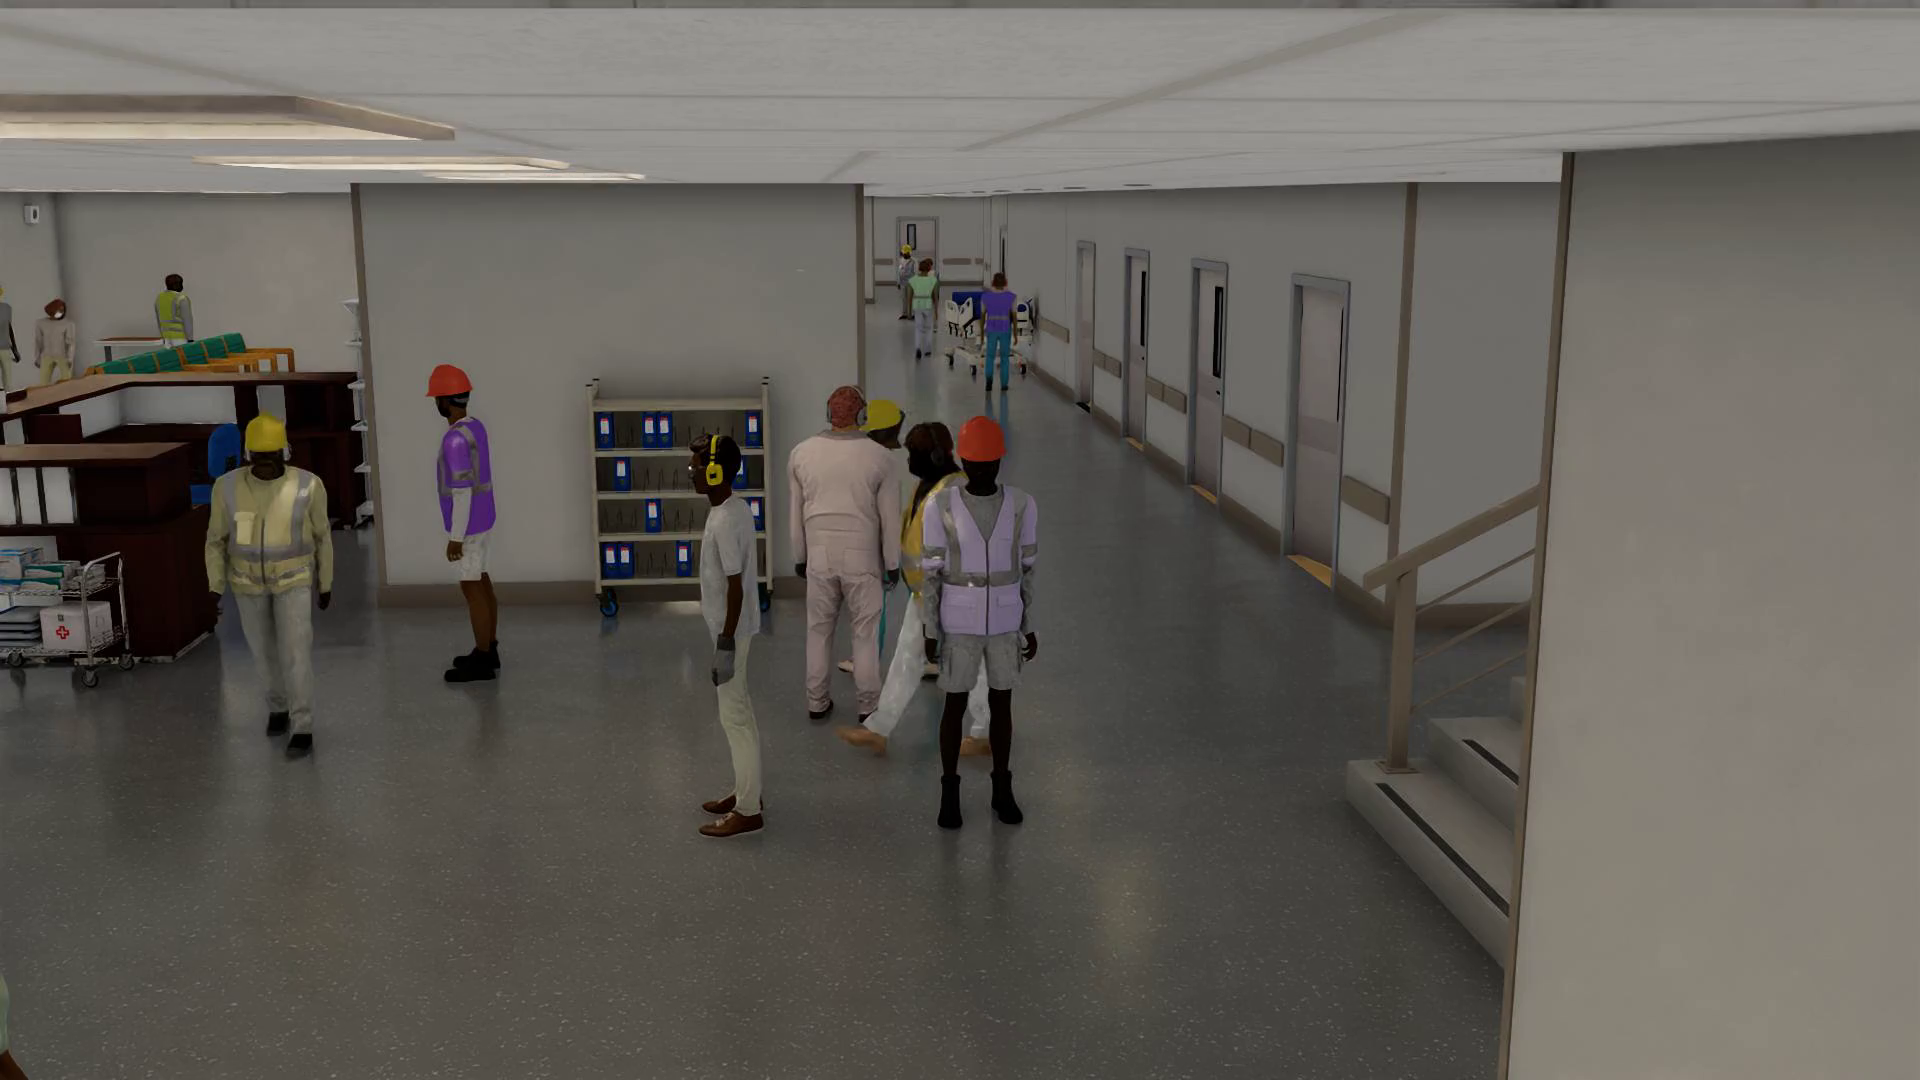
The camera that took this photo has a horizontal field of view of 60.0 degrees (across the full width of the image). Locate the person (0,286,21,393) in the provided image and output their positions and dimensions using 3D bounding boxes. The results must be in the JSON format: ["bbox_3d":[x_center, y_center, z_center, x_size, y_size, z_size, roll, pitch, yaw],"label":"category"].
[{"bbox_3d":[-12.802,-2.532,22.151,0.328,1.874,0.521,8,14,33],"label":"person"}]

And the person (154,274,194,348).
[{"bbox_3d":[-11.431,-2.960,24.318,0.623,1.844,0.430,5,13,24],"label":"person"}]

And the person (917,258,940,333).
[{"bbox_3d":[-0.702,-5.397,36.728,0.518,1.636,0.312,-2,12,-9],"label":"person"}]

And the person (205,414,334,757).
[{"bbox_3d":[-3.676,0.221,8.877,0.608,1.798,0.733,-2,12,-10],"label":"person"}]

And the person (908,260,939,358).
[{"bbox_3d":[-0.687,-4.314,31.026,0.580,1.805,0.920,1,12,5],"label":"person"}]

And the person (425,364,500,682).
[{"bbox_3d":[-3.021,-0.099,10.105,0.376,1.934,0.547,-1,12,-3],"label":"person"}]

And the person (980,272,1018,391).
[{"bbox_3d":[0.597,-3.170,25.380,0.586,1.827,0.734,1,12,7],"label":"person"}]

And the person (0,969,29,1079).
[{"bbox_3d":[-2.311,1.219,3.630,0.393,1.946,0.617,3,12,15],"label":"person"}]

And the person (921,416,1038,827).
[{"bbox_3d":[0.100,0.384,7.738,0.551,1.936,0.357,-2,12,-11],"label":"person"}]

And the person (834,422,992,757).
[{"bbox_3d":[-0.194,0.289,8.557,0.947,1.792,0.636,-4,12,-17],"label":"person"}]

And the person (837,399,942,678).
[{"bbox_3d":[-0.393,0.012,10.037,0.711,1.729,0.578,5,13,25],"label":"person"}]

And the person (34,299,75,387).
[{"bbox_3d":[-12.172,-2.446,22.393,0.535,1.615,0.449,-1,12,-6],"label":"person"}]

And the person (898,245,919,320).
[{"bbox_3d":[-1.284,-6.297,40.674,0.591,1.824,0.403,9,14,36],"label":"person"}]

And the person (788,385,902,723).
[{"bbox_3d":[-0.628,0.084,9.313,0.648,1.901,0.399,3,12,14],"label":"person"}]

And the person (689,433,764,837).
[{"bbox_3d":[-1.072,0.438,7.641,0.309,1.868,0.535,-1,12,-3],"label":"person"}]
